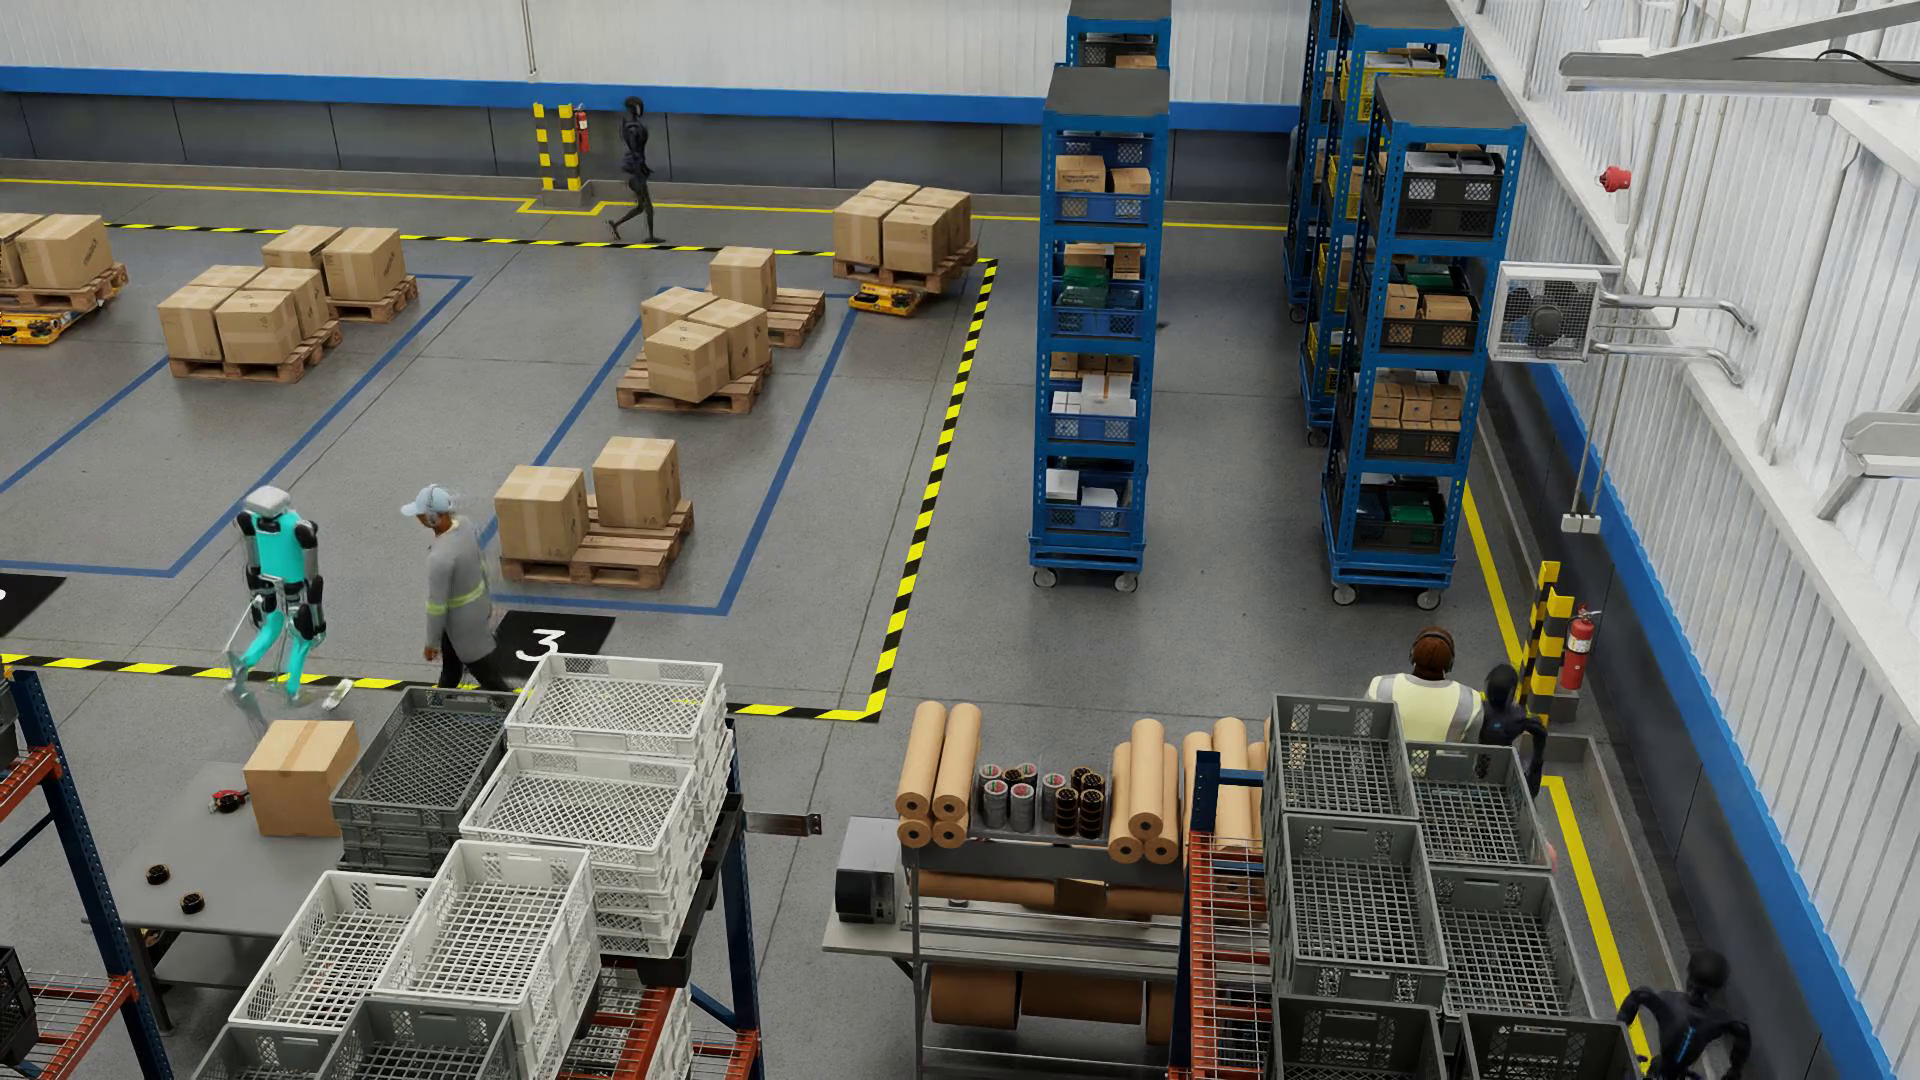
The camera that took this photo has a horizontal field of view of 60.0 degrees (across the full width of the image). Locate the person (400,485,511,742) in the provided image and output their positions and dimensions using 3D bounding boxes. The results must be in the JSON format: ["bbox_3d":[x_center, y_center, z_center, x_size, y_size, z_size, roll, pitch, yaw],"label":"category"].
[{"bbox_3d":[-3.203,0.484,10.310,0.877,1.814,0.615,-1,30,-2],"label":"person"}]

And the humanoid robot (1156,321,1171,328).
[{"bbox_3d":[1.765,-2.844,16.173,0.630,1.641,0.599,-3,30,-5],"label":"humanoid robot"}]

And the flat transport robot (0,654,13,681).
[{"bbox_3d":[-7.142,0.969,11.010,1.431,0.231,0.659,3,30,6],"label":"flat transport robot"}]

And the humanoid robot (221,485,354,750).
[{"bbox_3d":[-4.254,0.562,10.281,0.542,1.742,1.048,10,32,16],"label":"humanoid robot"}]

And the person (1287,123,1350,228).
[{"bbox_3d":[3.725,-3.737,17.449,0.620,1.932,0.371,0,30,0],"label":"person"}]

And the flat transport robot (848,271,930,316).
[{"bbox_3d":[-0.565,-2.718,17.315,0.652,0.197,1.431,12,32,20],"label":"flat transport robot"}]

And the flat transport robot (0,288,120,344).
[{"bbox_3d":[-9.098,-2.336,16.658,0.652,0.197,1.431,2,30,3],"label":"flat transport robot"}]

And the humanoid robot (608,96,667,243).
[{"bbox_3d":[-3.608,-4.056,18.253,0.597,1.631,0.616,-2,30,-3],"label":"humanoid robot"}]

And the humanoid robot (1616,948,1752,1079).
[{"bbox_3d":[3.009,2.397,7.201,0.595,1.634,0.751,10,32,17],"label":"humanoid robot"}]

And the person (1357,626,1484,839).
[{"bbox_3d":[2.434,1.260,8.947,0.625,1.844,0.429,7,31,12],"label":"person"}]

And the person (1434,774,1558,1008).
[{"bbox_3d":[2.428,1.837,7.860,0.600,1.940,0.529,8,31,13],"label":"person"}]

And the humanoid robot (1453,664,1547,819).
[{"bbox_3d":[2.844,1.329,9.001,0.609,1.644,0.383,11,32,17],"label":"humanoid robot"}]
